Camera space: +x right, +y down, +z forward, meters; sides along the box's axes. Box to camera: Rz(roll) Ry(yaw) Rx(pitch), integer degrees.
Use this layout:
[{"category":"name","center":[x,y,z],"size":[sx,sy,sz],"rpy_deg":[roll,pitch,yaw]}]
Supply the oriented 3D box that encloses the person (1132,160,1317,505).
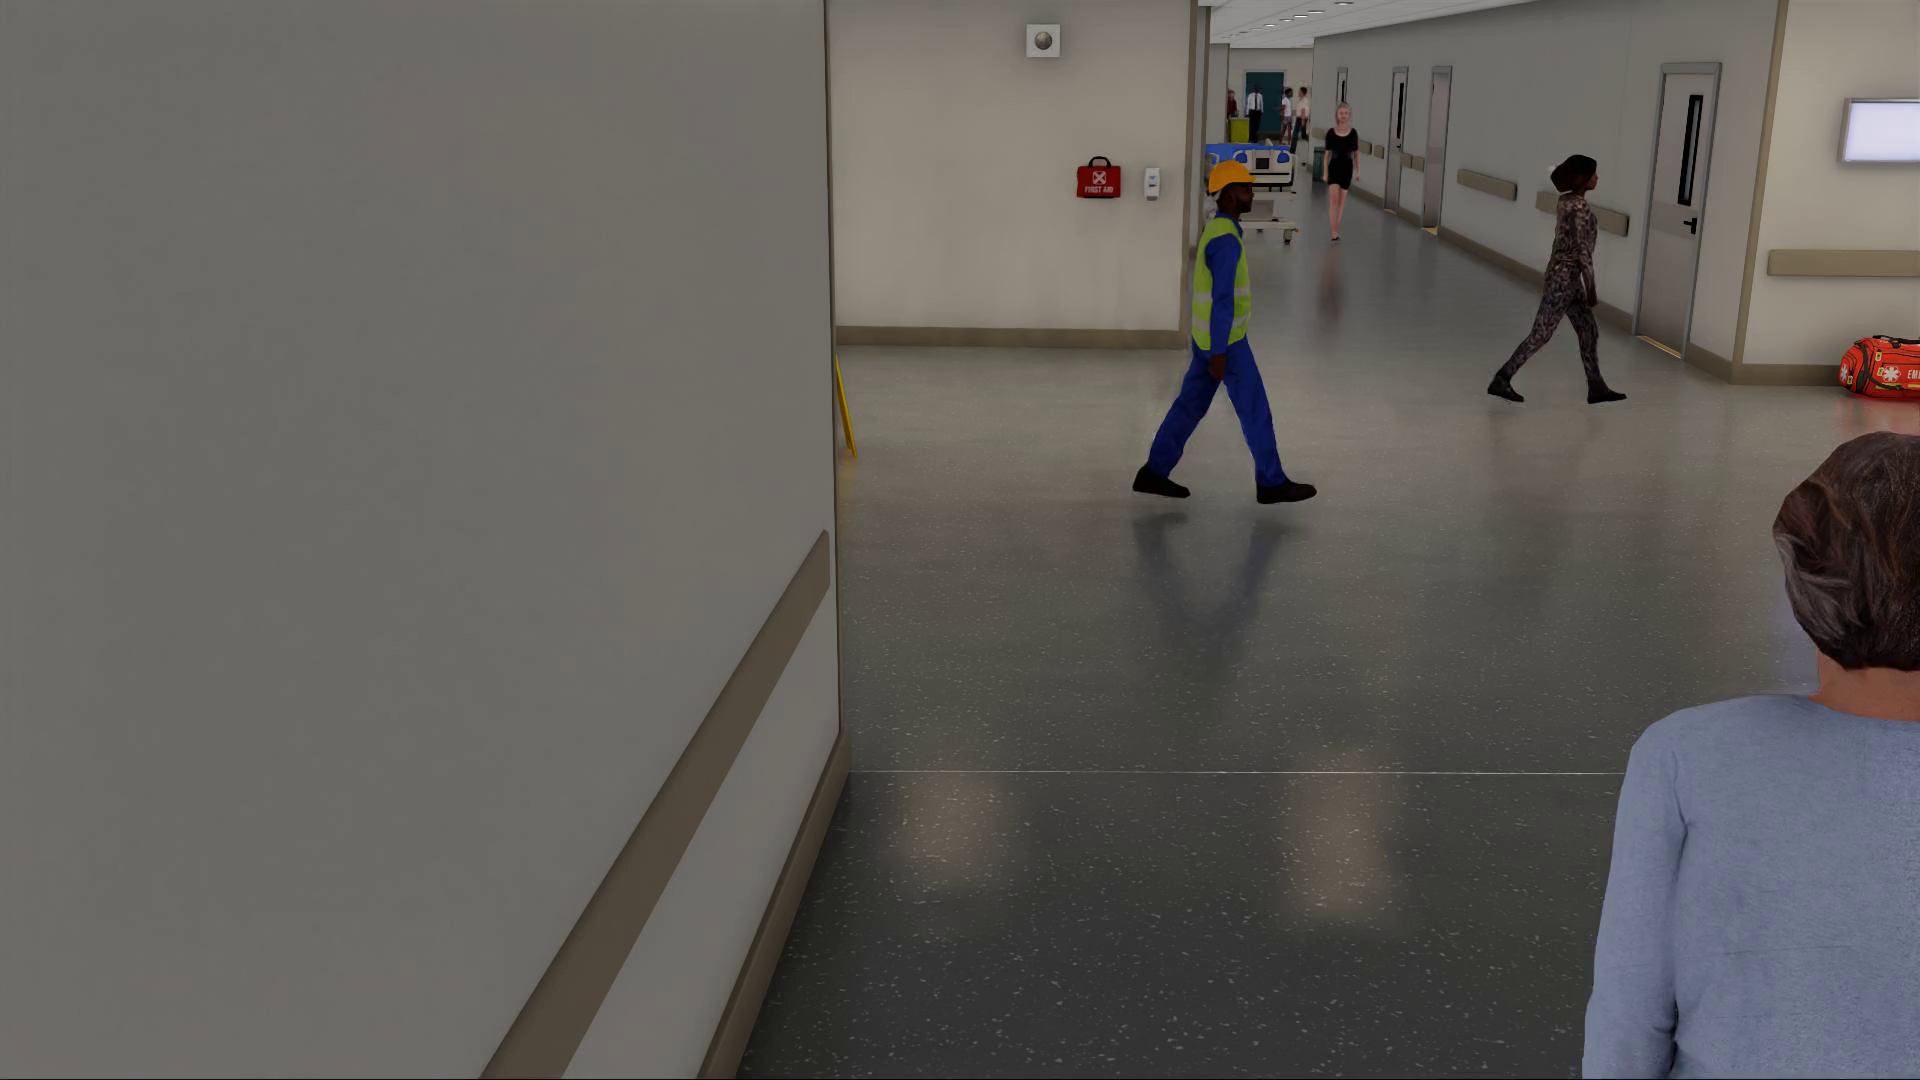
[{"category":"person","center":[1.271,-1.023,8.620],"size":[1.222,1.771,0.771],"rpy_deg":[0,16,-1]}]

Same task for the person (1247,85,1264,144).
[{"category":"person","center":[9.382,-13.551,52.998],"size":[1.150,1.803,0.867],"rpy_deg":[-1,16,-4]}]

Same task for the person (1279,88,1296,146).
[{"category":"person","center":[10.150,-13.249,52.099],"size":[0.925,1.709,0.810],"rpy_deg":[7,17,25]}]

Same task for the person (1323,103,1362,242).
[{"category":"person","center":[5.096,-4.919,22.377],"size":[0.931,1.805,0.761],"rpy_deg":[-2,16,-6]}]

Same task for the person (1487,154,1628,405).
[{"category":"person","center":[3.989,-1.700,11.216],"size":[1.155,1.665,0.617],"rpy_deg":[2,16,8]}]

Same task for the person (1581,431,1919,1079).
[{"category":"person","center":[0.932,0.857,1.817],"size":[1.264,1.844,1.049],"rpy_deg":[8,17,25]}]
